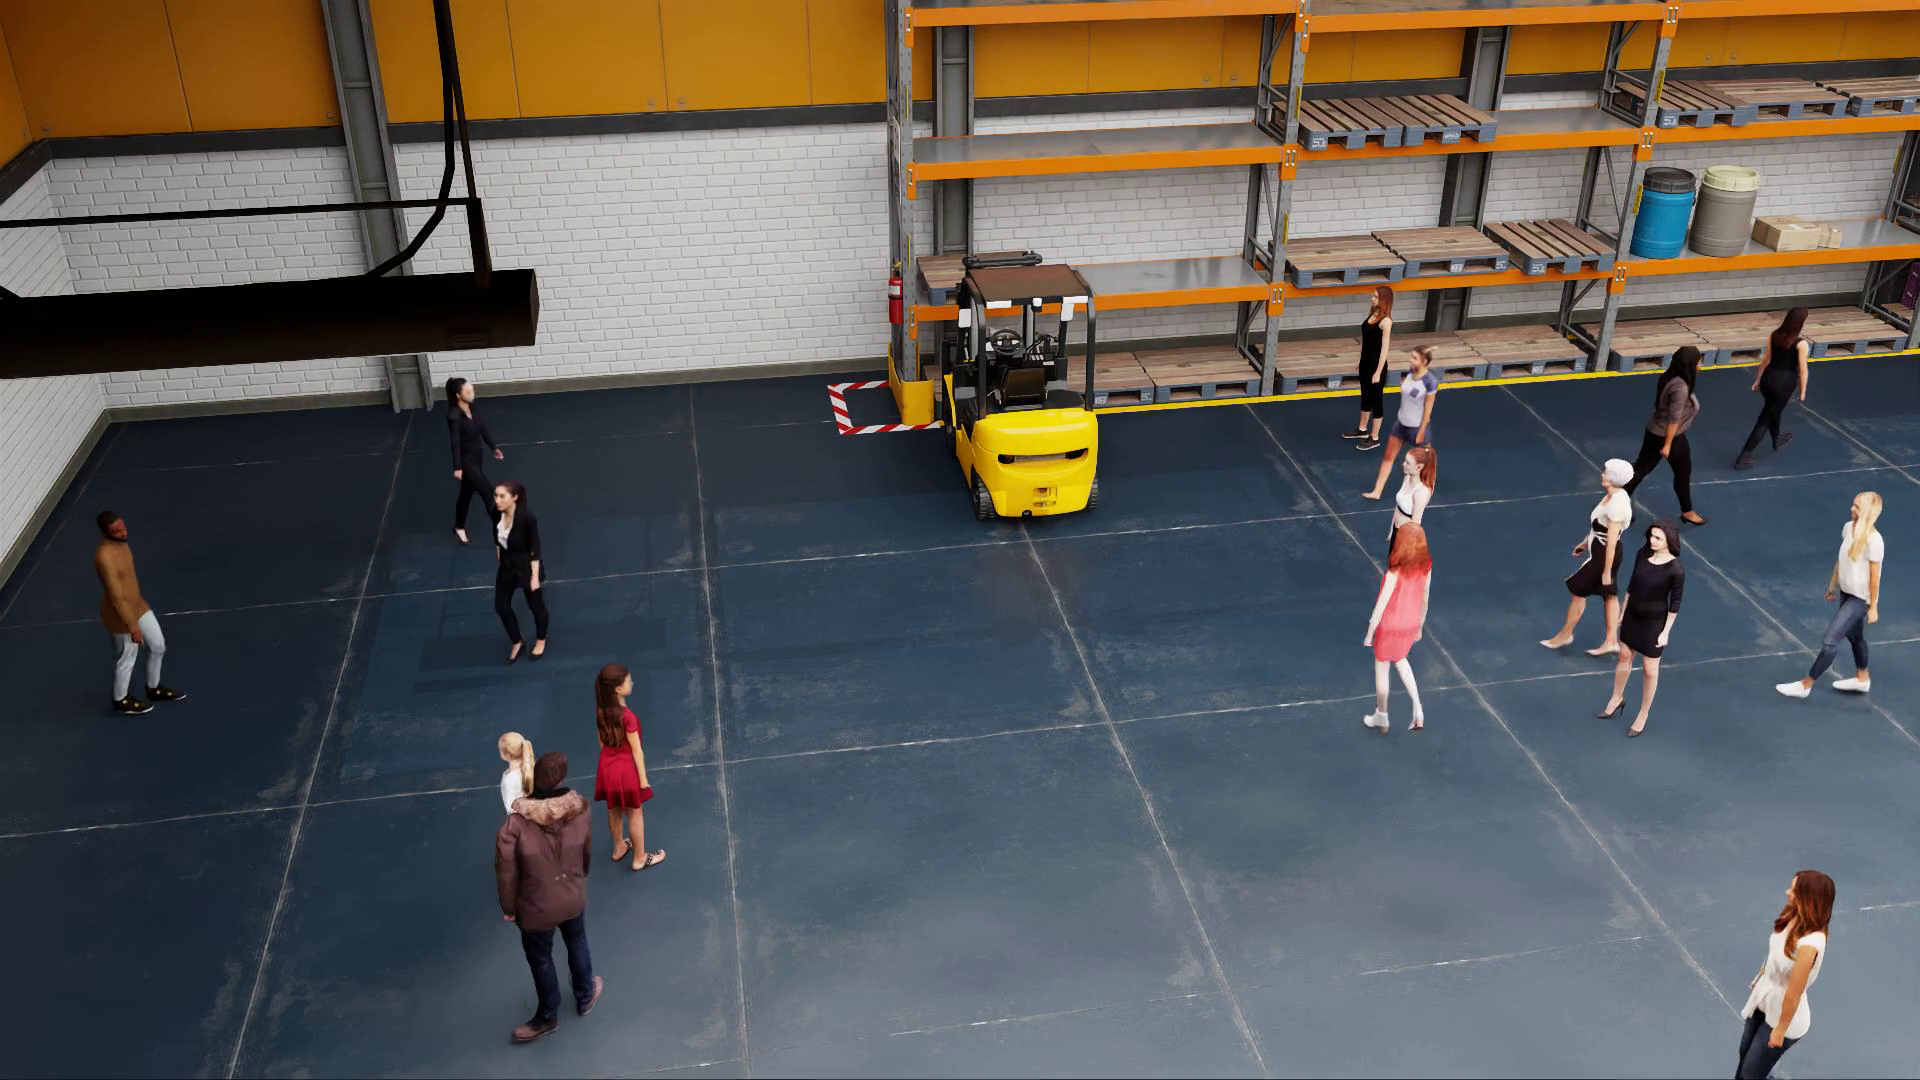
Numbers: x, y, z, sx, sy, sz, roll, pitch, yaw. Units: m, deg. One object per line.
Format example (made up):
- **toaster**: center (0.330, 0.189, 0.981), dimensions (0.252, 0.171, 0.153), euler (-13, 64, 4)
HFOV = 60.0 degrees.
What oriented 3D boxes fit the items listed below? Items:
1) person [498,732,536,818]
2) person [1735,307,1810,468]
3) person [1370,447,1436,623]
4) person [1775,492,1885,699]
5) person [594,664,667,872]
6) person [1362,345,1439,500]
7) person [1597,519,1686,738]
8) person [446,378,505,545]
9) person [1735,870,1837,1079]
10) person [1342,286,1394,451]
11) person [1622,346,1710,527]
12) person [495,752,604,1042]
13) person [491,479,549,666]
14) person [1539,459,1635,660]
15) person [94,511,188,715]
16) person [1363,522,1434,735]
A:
- **person**: center (-2.795, 1.811, 10.888), dimensions (0.629, 1.271, 0.585), euler (11, 30, 19)
- **person**: center (8.067, -1.477, 16.535), dimensions (1.188, 1.638, 0.840), euler (-14, 32, -24)
- **person**: center (3.673, 0.023, 13.676), dimensions (0.561, 1.741, 0.611), euler (-1, 29, -2)
- **person**: center (6.982, 0.468, 12.834), dimensions (1.067, 1.766, 0.752), euler (1, 29, 2)
- **person**: center (-2.262, 1.515, 11.140), dimensions (0.681, 1.551, 0.741), euler (20, 34, 32)
- **person**: center (4.393, -1.094, 15.897), dimensions (1.089, 1.575, 0.762), euler (-13, 31, -23)
- **person**: center (5.143, 0.647, 12.466), dimensions (0.587, 1.804, 0.635), euler (-13, 31, -22)
- **person**: center (-4.499, -0.674, 15.024), dimensions (1.028, 1.674, 0.763), euler (2, 29, 3)
- **person**: center (4.492, 2.557, 8.992), dimensions (0.909, 1.779, 0.820), euler (8, 30, 14)
- **person**: center (4.236, -1.784, 17.004), dimensions (0.531, 1.726, 0.581), euler (-8, 30, -14)
- **person**: center (6.396, -0.920, 15.341), dimensions (1.141, 1.803, 0.819), euler (1, 29, 1)
- **person**: center (-2.440, 2.127, 9.748), dimensions (1.013, 1.809, 0.842), euler (19, 34, 31)
- **person**: center (-3.492, 0.214, 13.423), dimensions (0.729, 1.648, 0.807), euler (12, 31, 20)
- **person**: center (5.286, 0.199, 13.370), dimensions (0.977, 1.726, 0.893), euler (13, 31, 22)
- **person**: center (-6.417, 0.561, 12.648), dimensions (0.772, 1.783, 0.681), euler (-7, 29, -12)
- **person**: center (3.293, 0.720, 12.324), dimensions (0.804, 1.813, 0.813), euler (-15, 32, -26)
